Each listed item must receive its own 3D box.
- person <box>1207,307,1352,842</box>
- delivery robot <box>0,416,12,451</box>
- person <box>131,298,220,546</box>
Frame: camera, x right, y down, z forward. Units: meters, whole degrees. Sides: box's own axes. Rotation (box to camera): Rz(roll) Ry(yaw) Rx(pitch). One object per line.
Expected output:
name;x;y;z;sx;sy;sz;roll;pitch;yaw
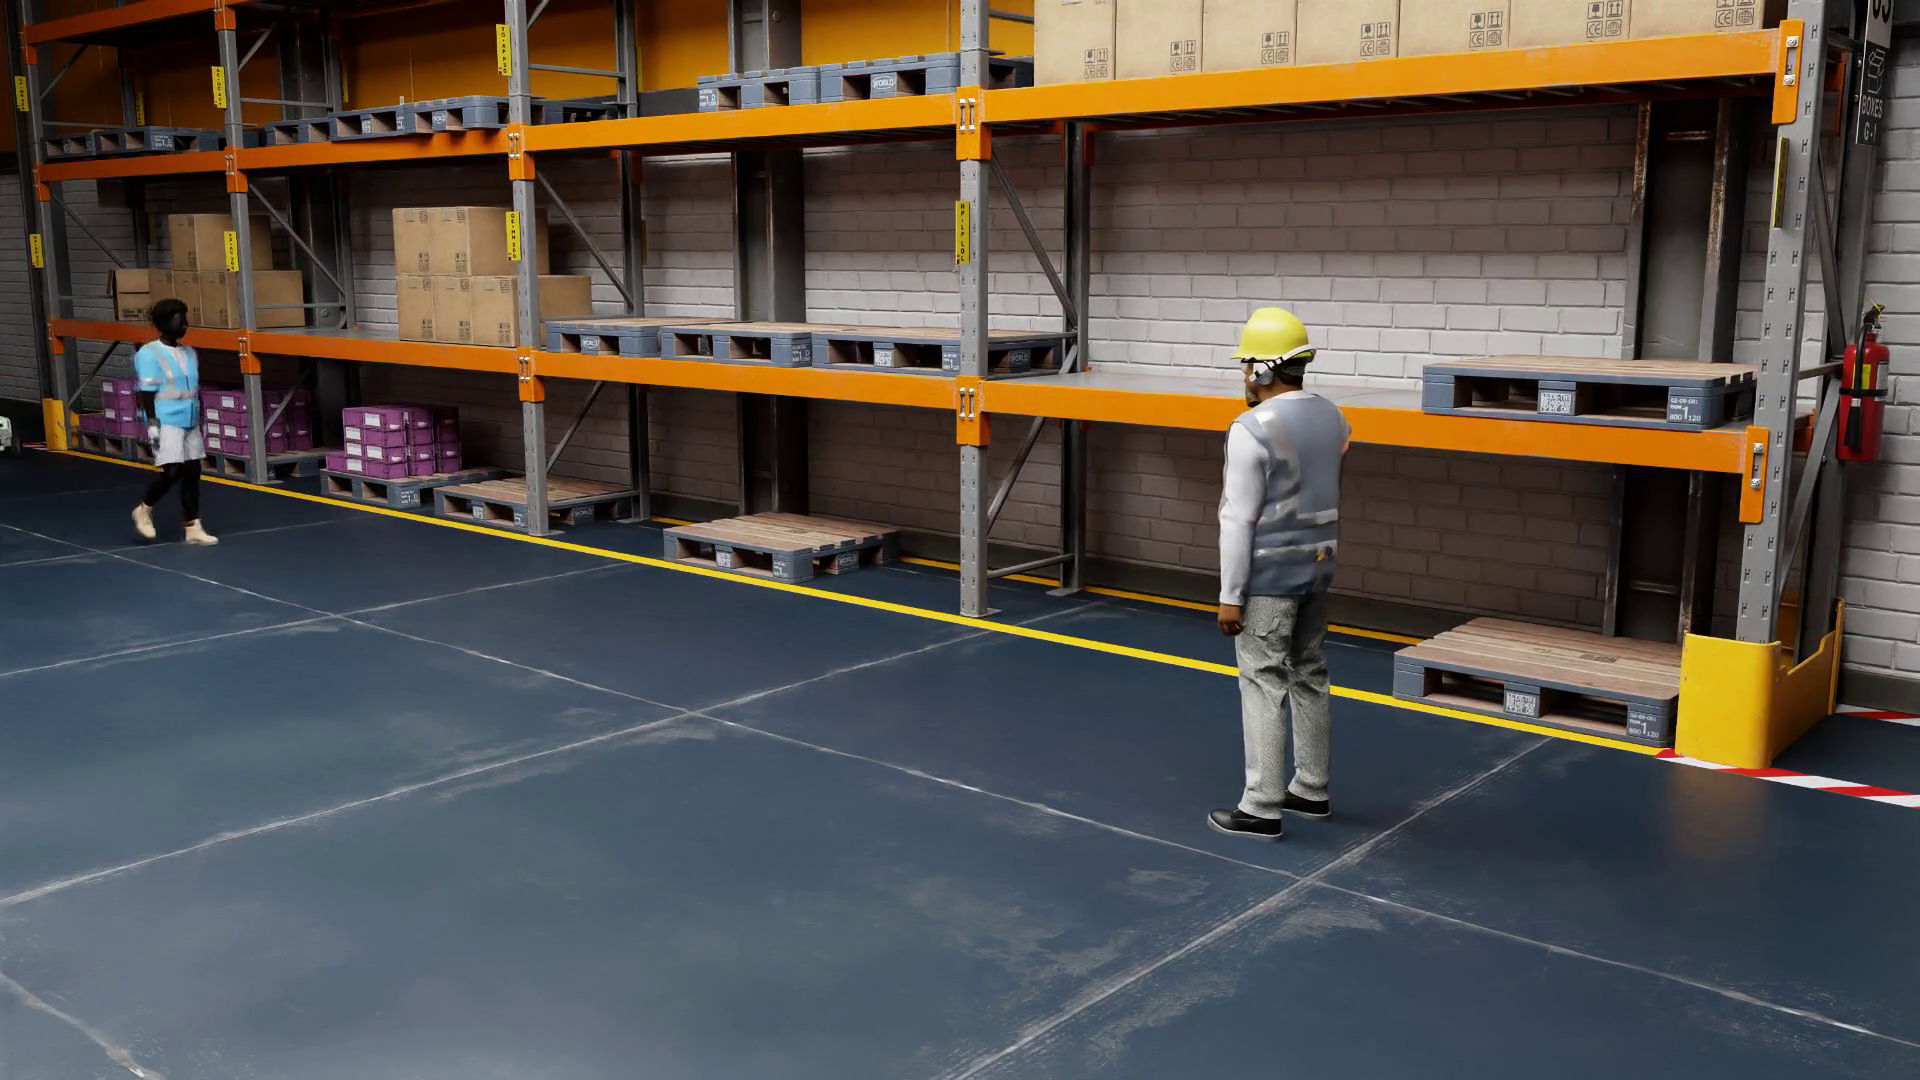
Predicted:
person;1.090;0.119;5.740;0.591;1.823;0.405;-9;14;-43
delivery robot;-9.374;-1.087;15.928;0.707;0.478;0.477;9;14;43
person;-5.324;-0.786;11.229;0.478;1.687;0.547;3;10;15
